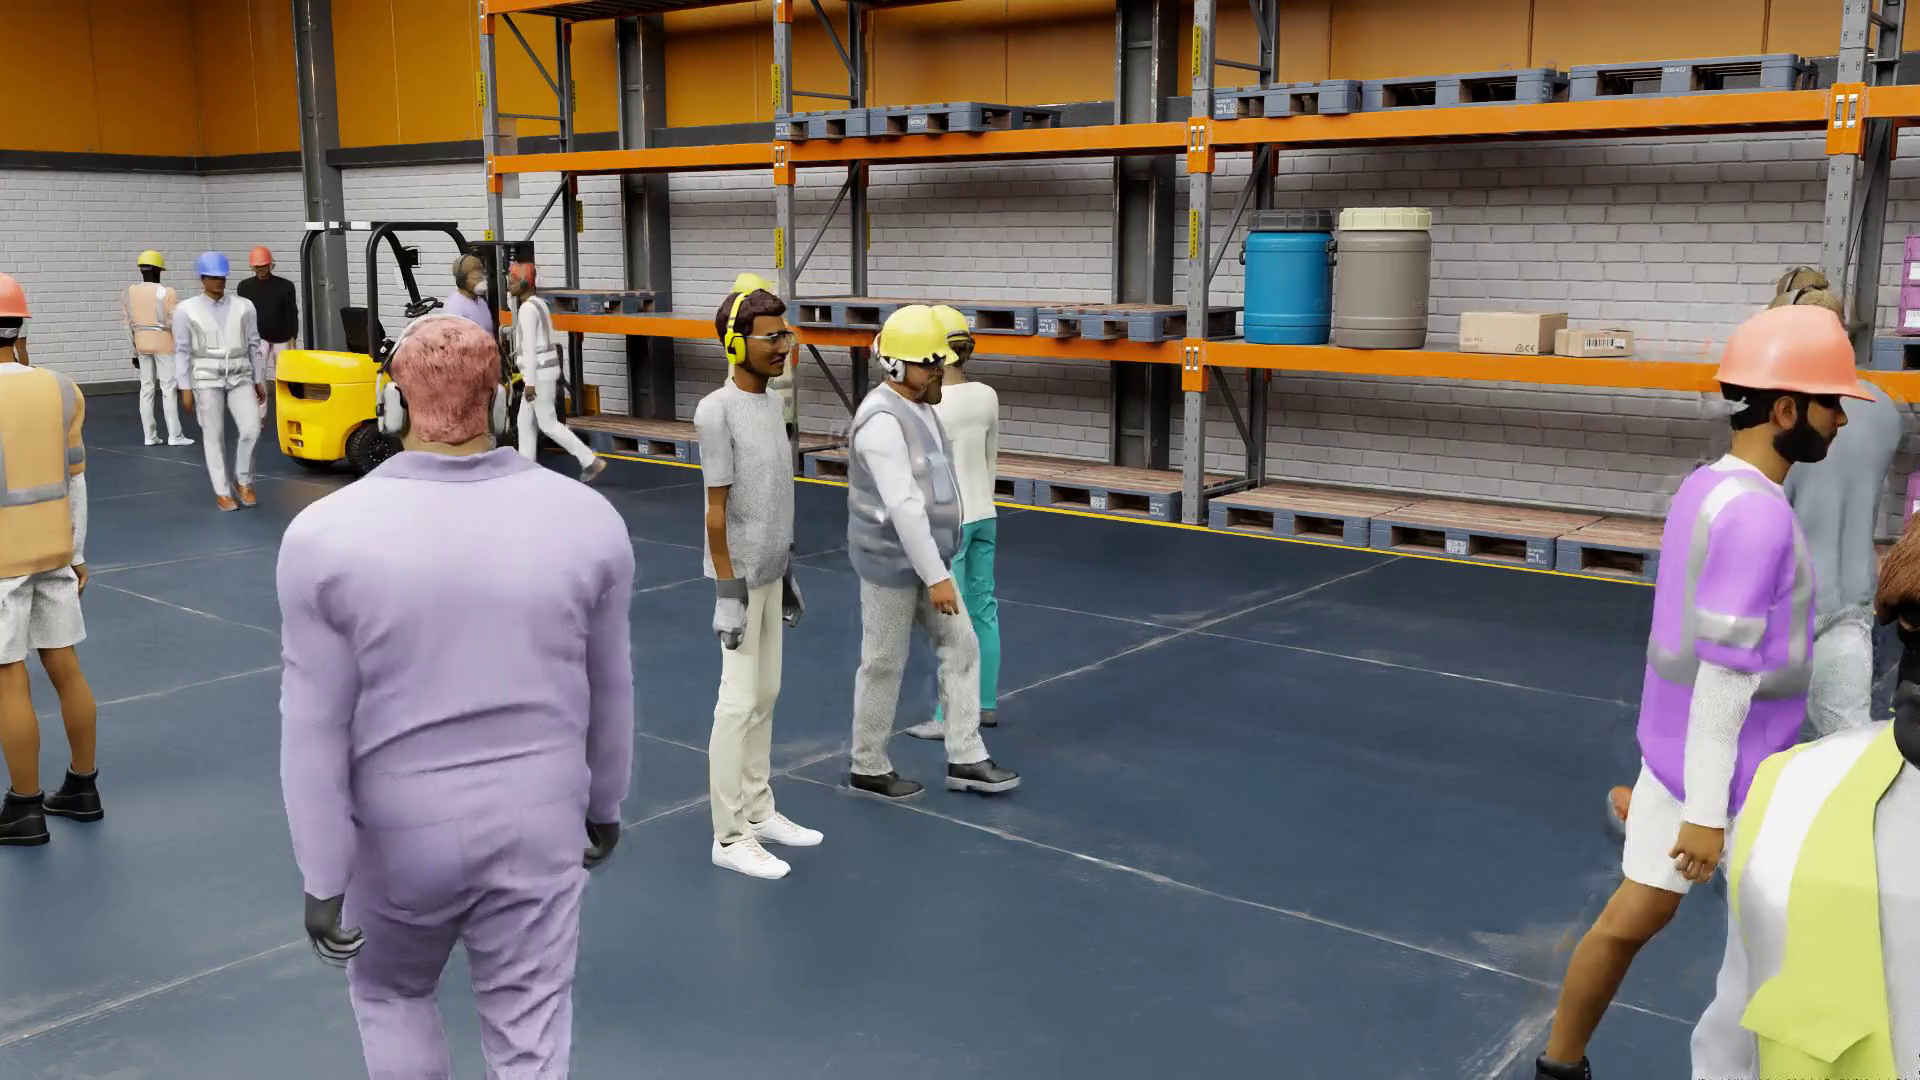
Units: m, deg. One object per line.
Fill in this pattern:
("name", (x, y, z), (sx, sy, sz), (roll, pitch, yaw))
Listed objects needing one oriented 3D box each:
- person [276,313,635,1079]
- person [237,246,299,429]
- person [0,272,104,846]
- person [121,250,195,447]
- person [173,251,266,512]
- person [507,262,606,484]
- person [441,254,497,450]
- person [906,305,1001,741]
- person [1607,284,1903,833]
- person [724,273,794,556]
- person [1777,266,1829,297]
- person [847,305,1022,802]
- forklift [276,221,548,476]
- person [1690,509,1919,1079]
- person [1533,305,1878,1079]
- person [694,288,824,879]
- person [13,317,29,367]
("person", (-0.941, 0.519, 3.167), (0.663, 1.883, 0.587), (-5, 12, -27))
("person", (-7.413, -2.161, 17.860), (0.619, 1.949, 0.830), (-3, 11, -17))
("person", (-3.187, 0.059, 5.589), (0.356, 1.937, 0.552), (3, 11, 18))
("person", (-7.879, -1.870, 16.319), (0.586, 1.923, 0.371), (1, 10, 6))
("person", (-5.495, -1.169, 12.391), (0.641, 1.935, 0.460), (-8, 13, -38))
("person", (-3.345, -1.334, 13.565), (0.824, 1.856, 0.583), (-2, 10, -11))
("person", (-3.448, -1.033, 11.716), (0.352, 1.924, 0.673), (0, 10, 0))
("person", (-0.039, -0.062, 6.746), (0.329, 1.765, 0.525), (8, 13, 37))
("person", (2.509, 0.172, 5.106), (0.636, 1.883, 0.996), (-3, 11, -18))
("person", (-1.366, -0.792, 10.642), (0.682, 1.805, 0.618), (4, 11, 21))
("person", (3.868, -0.350, 7.952), (0.630, 1.913, 0.931), (-7, 12, -33))
("person", (-0.088, 0.080, 5.861), (0.749, 1.794, 0.596), (3, 11, 18))
("forklift", (-4.922, -1.741, 14.854), (1.214, 2.155, 2.313), (8, 13, 38))
("person", (0.939, 0.844, 1.552), (0.434, 1.833, 0.627), (-5, 12, -27))
("person", (1.711, 0.458, 3.520), (0.994, 1.881, 0.573), (2, 10, 12))
("person", (-0.649, 0.137, 5.359), (0.328, 1.867, 0.514), (3, 11, 16))
("person", (-6.848, -1.078, 11.603), (0.684, 2.000, 0.538), (-7, 12, -33))
